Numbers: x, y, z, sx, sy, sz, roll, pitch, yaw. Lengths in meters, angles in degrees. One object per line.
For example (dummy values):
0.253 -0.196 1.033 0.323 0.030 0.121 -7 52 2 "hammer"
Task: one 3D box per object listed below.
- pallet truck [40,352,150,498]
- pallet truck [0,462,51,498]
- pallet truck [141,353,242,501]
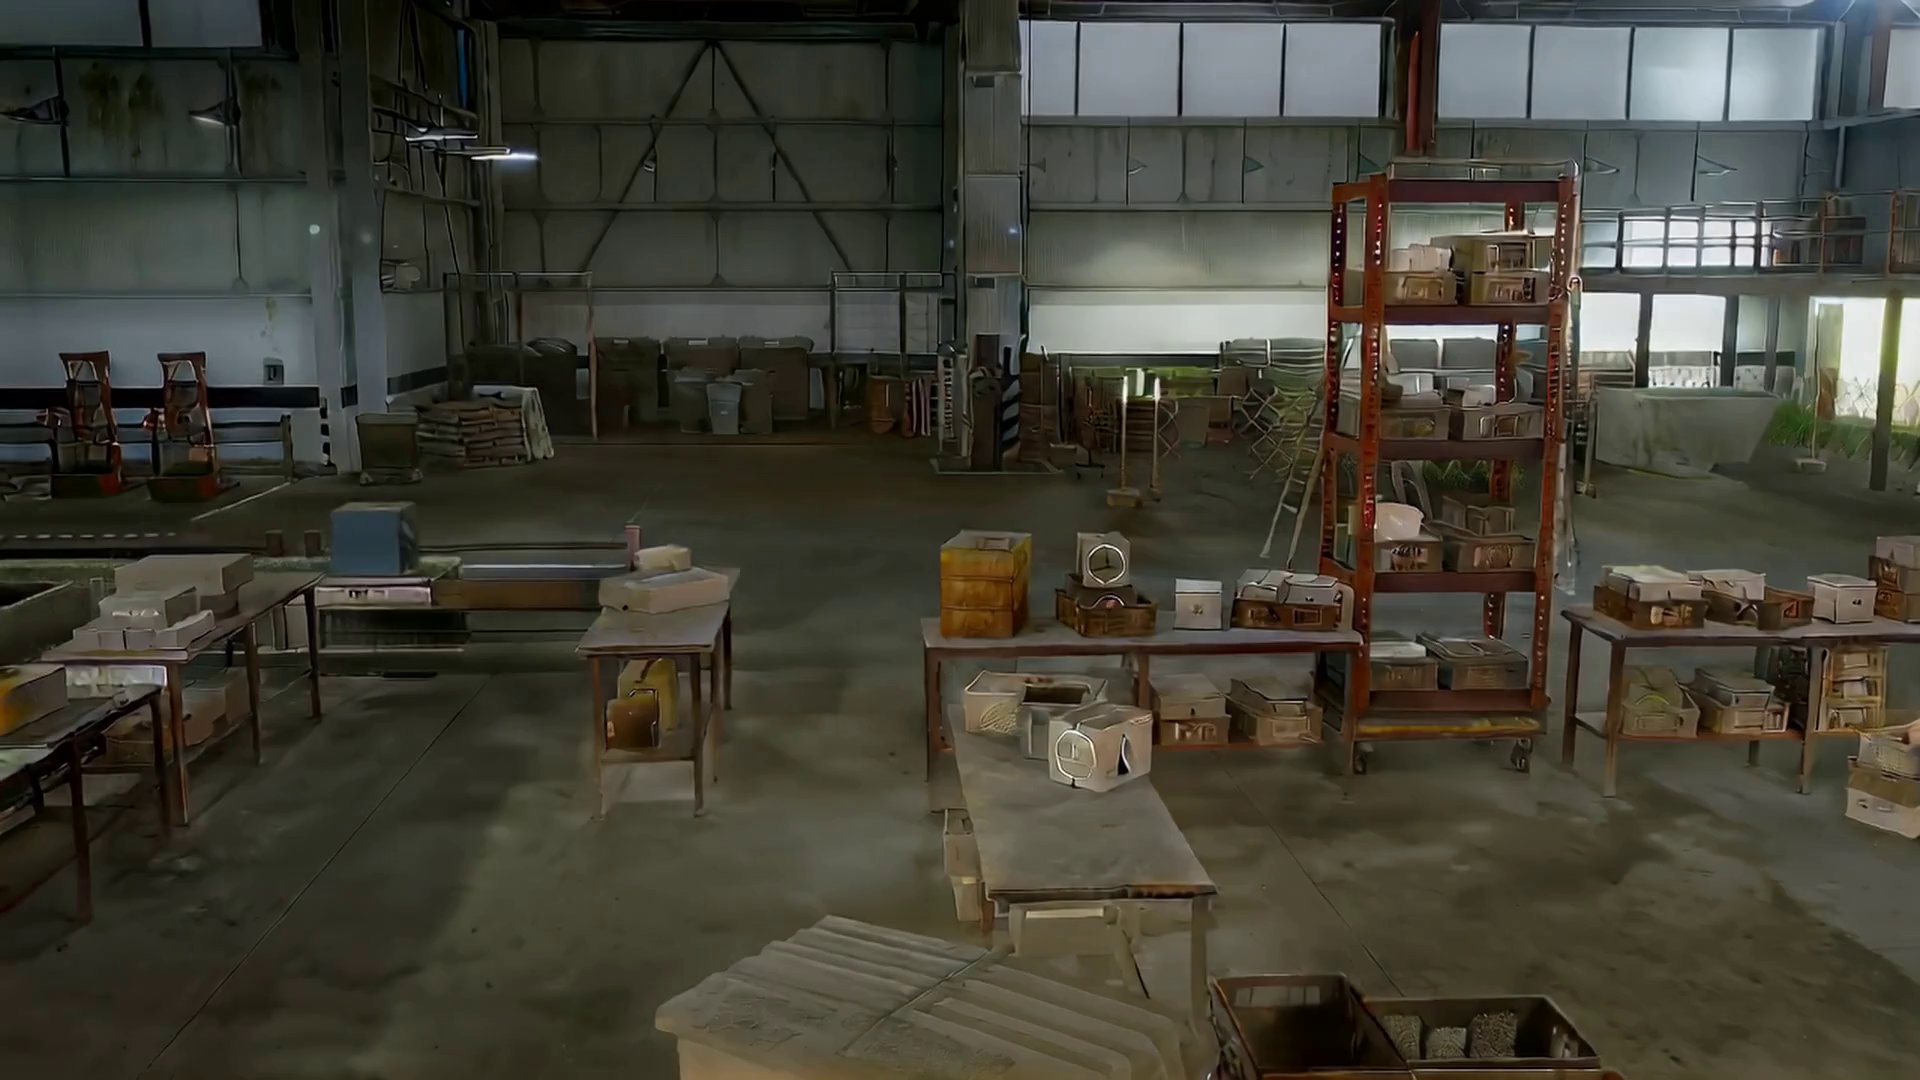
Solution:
-11.907 -1.642 23.165 0.823 1.965 1.885 0 9 0 "pallet truck"
-13.193 -1.293 23.148 0.653 1.274 1.630 -1 9 -4 "pallet truck"
-10.520 -1.604 22.925 0.823 1.965 1.885 -1 9 -6 "pallet truck"
